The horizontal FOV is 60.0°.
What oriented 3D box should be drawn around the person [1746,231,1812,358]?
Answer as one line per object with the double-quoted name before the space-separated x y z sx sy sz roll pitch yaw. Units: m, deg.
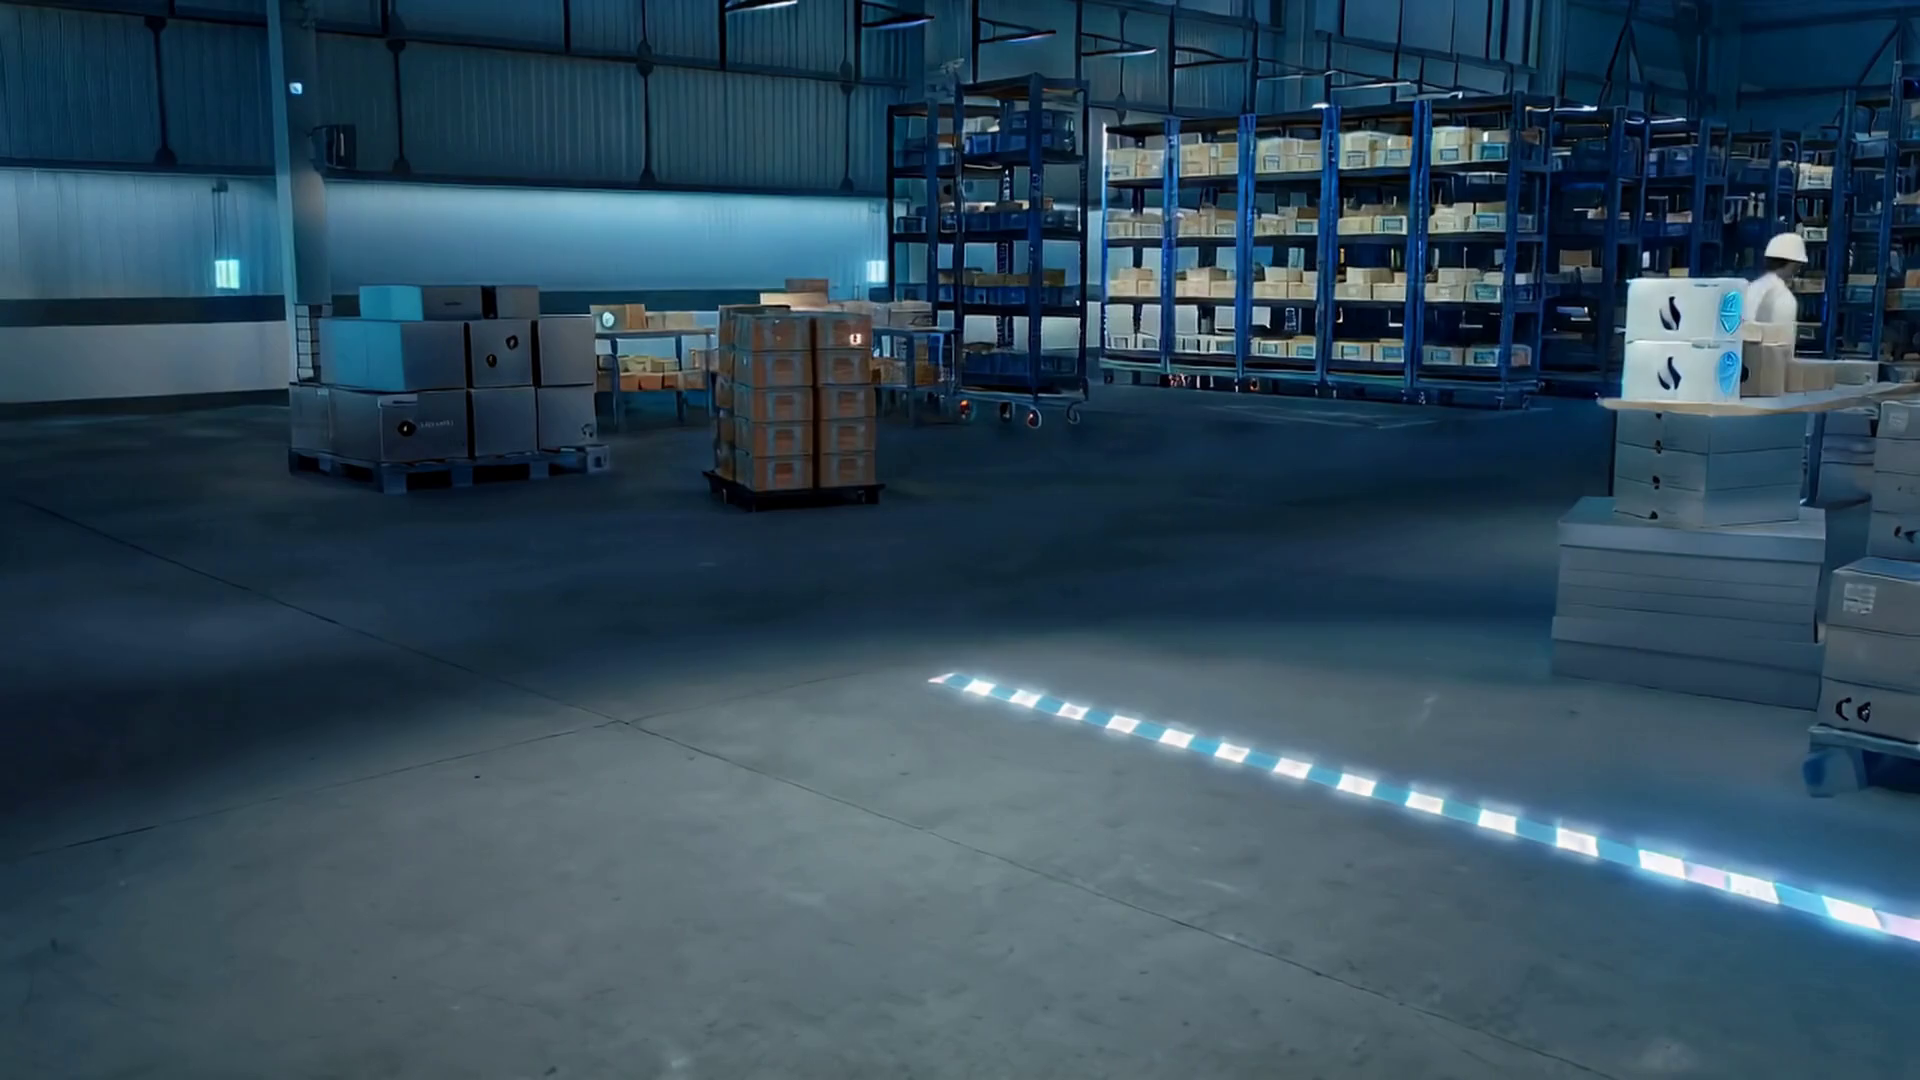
"person" 5.197 -1.063 10.933 0.908 1.910 0.592 -1 9 -5
